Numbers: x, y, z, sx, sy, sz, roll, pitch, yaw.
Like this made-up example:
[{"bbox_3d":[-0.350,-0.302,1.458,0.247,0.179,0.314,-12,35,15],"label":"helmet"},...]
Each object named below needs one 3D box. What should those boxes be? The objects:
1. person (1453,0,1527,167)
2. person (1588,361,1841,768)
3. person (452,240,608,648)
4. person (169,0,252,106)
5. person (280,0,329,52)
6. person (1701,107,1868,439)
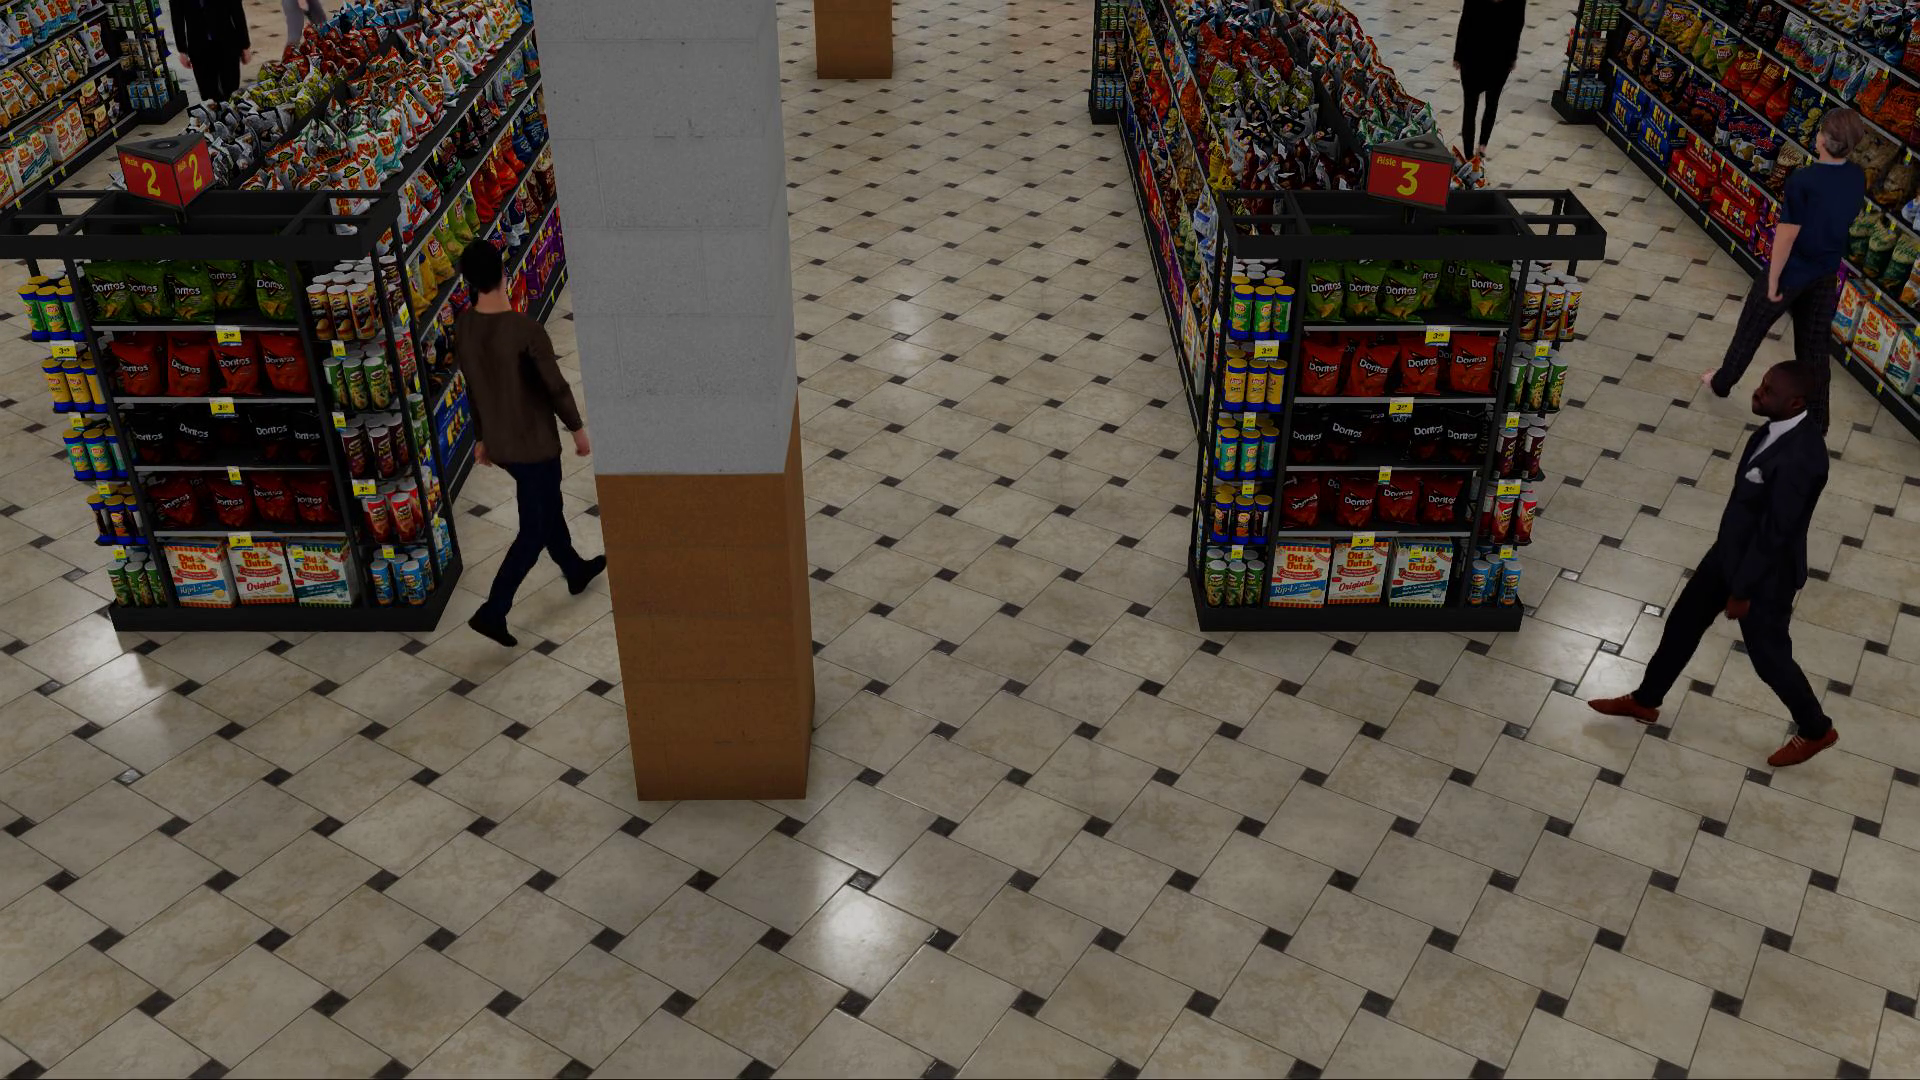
[{"bbox_3d":[4.056,-3.638,12.775,0.635,1.792,0.586,3,32,5],"label":"person"},{"bbox_3d":[3.302,0.131,6.712,0.972,1.797,1.224,7,33,11],"label":"person"},{"bbox_3d":[-2.025,-0.390,7.507,1.074,1.842,1.282,20,37,28],"label":"person"},{"bbox_3d":[-5.908,-3.933,13.169,0.840,1.875,1.114,-7,33,-11],"label":"person"},{"bbox_3d":[-6.048,-4.904,15.003,0.650,1.586,0.769,1,32,2],"label":"person"},{"bbox_3d":[4.695,-1.399,9.148,0.729,1.822,1.220,-3,32,-5],"label":"person"}]
